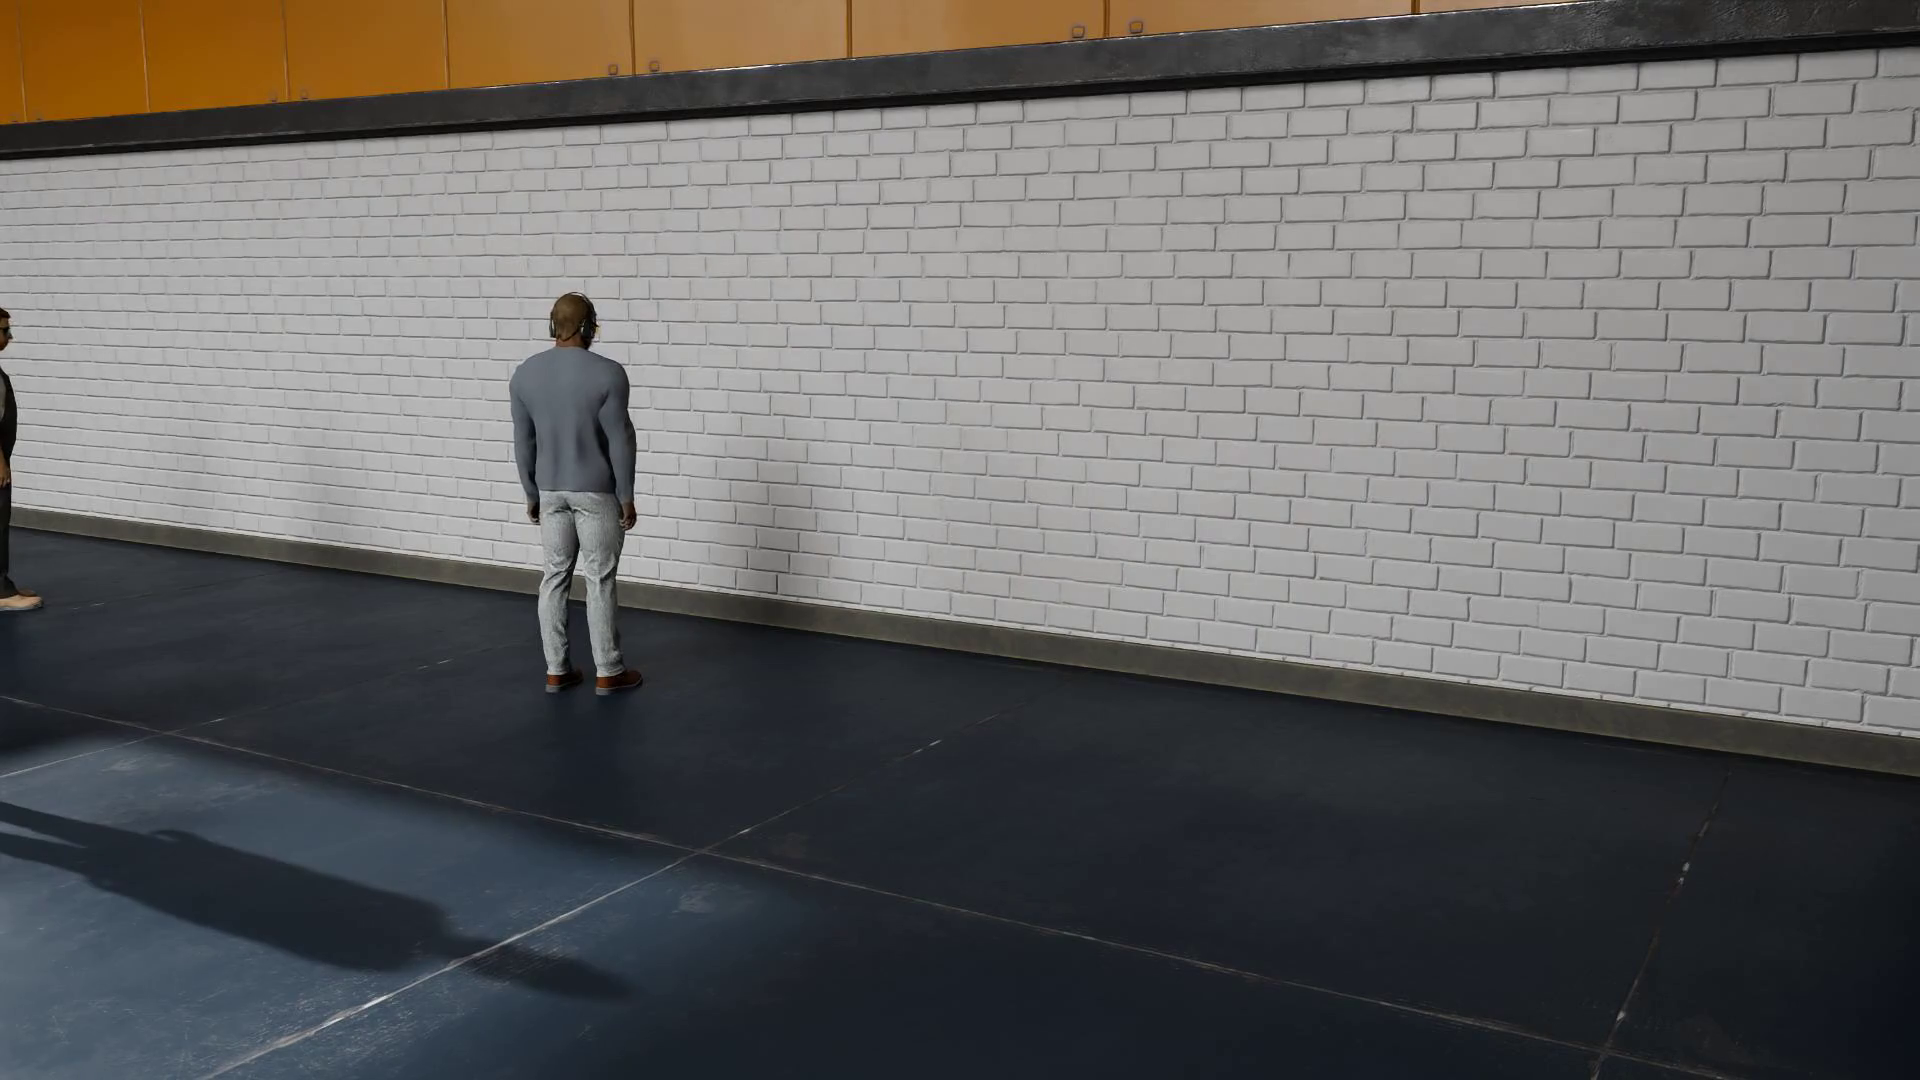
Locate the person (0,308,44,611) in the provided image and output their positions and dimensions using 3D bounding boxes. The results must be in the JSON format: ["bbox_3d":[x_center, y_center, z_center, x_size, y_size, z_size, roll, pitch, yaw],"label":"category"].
[{"bbox_3d":[-5.807,-0.494,10.019,0.346,1.844,0.505,-6,11,-33],"label":"person"}]

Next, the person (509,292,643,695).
[{"bbox_3d":[-1.831,-0.215,7.991,0.629,1.936,0.368,3,9,16],"label":"person"}]
